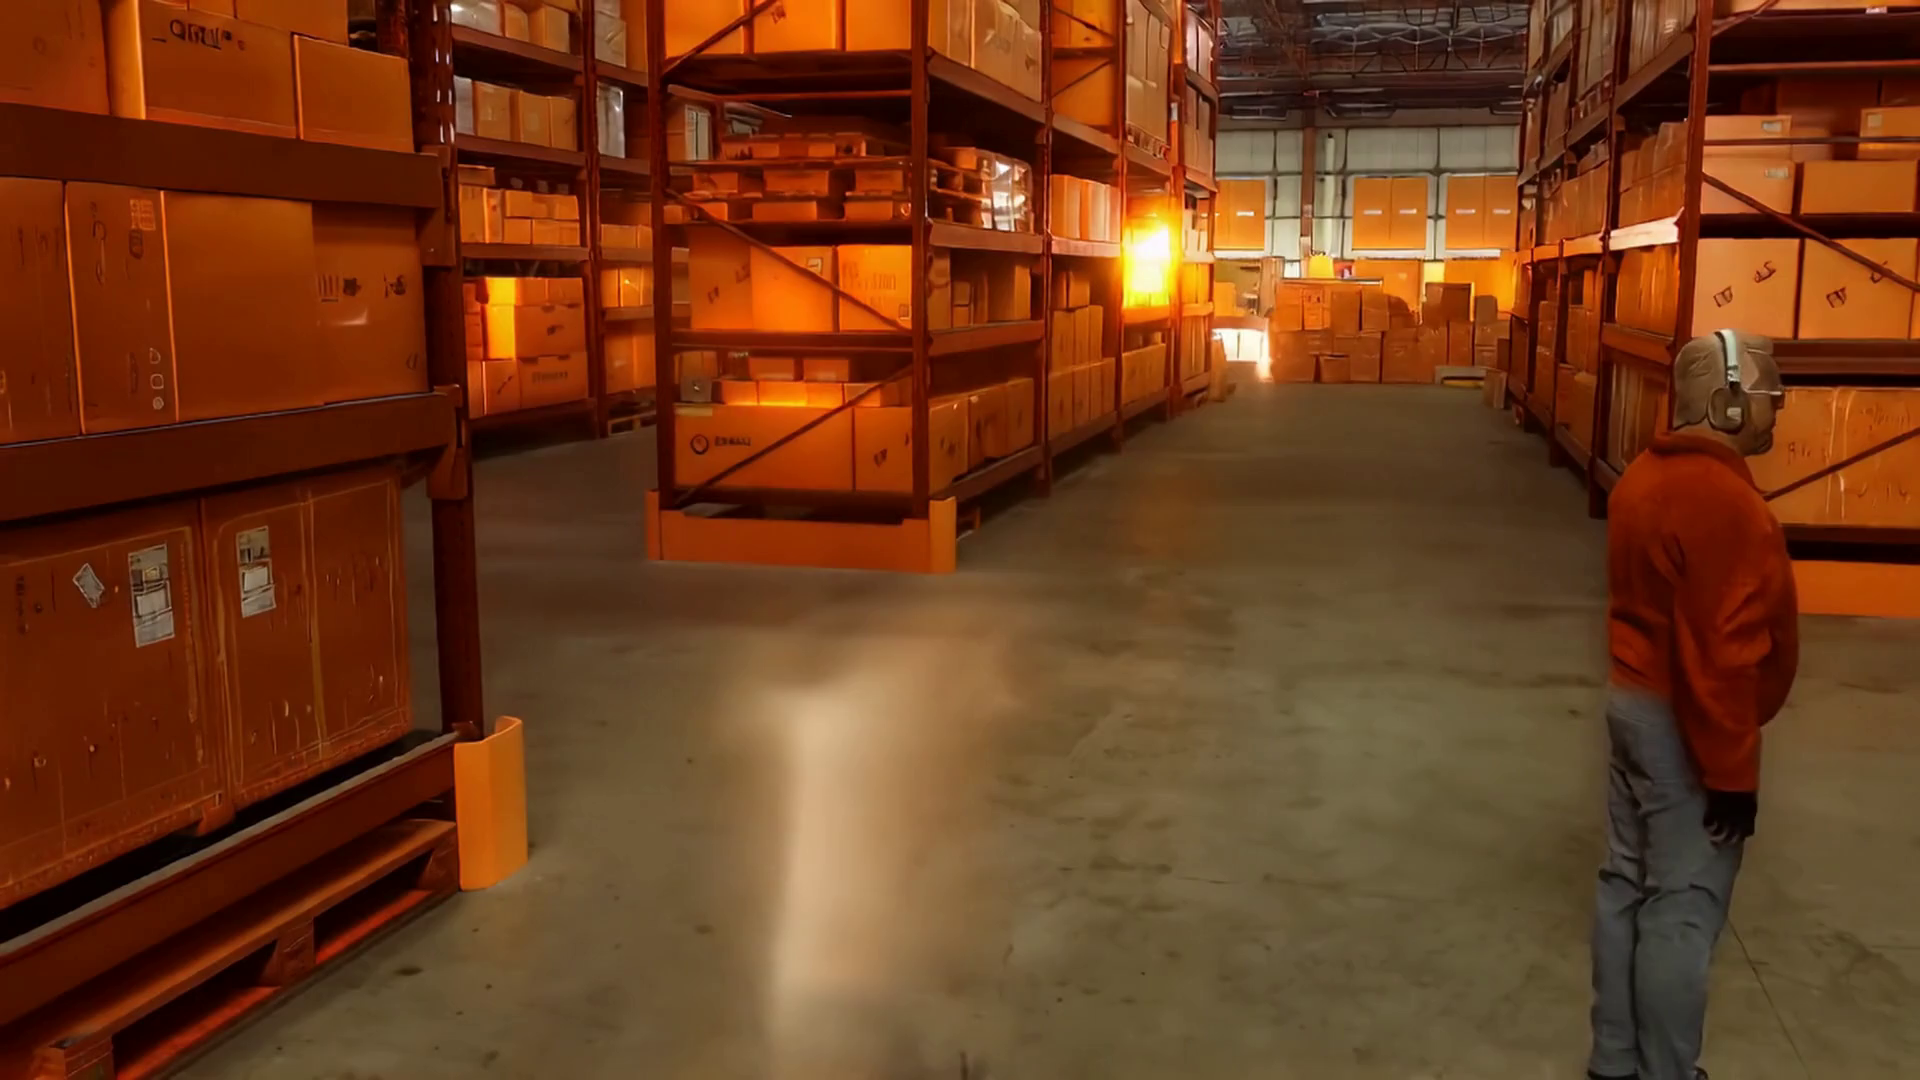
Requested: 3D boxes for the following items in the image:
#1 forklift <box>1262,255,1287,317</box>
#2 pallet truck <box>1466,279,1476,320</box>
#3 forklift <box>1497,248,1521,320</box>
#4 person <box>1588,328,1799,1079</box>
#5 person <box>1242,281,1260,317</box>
[{"bbox_3d":[10.799,-8.409,57.195,1.129,2.768,1.873,-9,12,-44],"label":"forklift"},{"bbox_3d":[18.896,-8.459,60.307,1.885,1.965,0.823,5,10,31],"label":"pallet truck"},{"bbox_3d":[14.837,-6.388,44.357,1.129,2.768,1.873,5,10,30],"label":"forklift"},{"bbox_3d":[1.731,0.465,3.903,0.399,1.909,0.642,1,9,3],"label":"person"},{"bbox_3d":[9.717,-7.642,55.389,0.630,1.922,0.590,-2,9,-11],"label":"person"}]
